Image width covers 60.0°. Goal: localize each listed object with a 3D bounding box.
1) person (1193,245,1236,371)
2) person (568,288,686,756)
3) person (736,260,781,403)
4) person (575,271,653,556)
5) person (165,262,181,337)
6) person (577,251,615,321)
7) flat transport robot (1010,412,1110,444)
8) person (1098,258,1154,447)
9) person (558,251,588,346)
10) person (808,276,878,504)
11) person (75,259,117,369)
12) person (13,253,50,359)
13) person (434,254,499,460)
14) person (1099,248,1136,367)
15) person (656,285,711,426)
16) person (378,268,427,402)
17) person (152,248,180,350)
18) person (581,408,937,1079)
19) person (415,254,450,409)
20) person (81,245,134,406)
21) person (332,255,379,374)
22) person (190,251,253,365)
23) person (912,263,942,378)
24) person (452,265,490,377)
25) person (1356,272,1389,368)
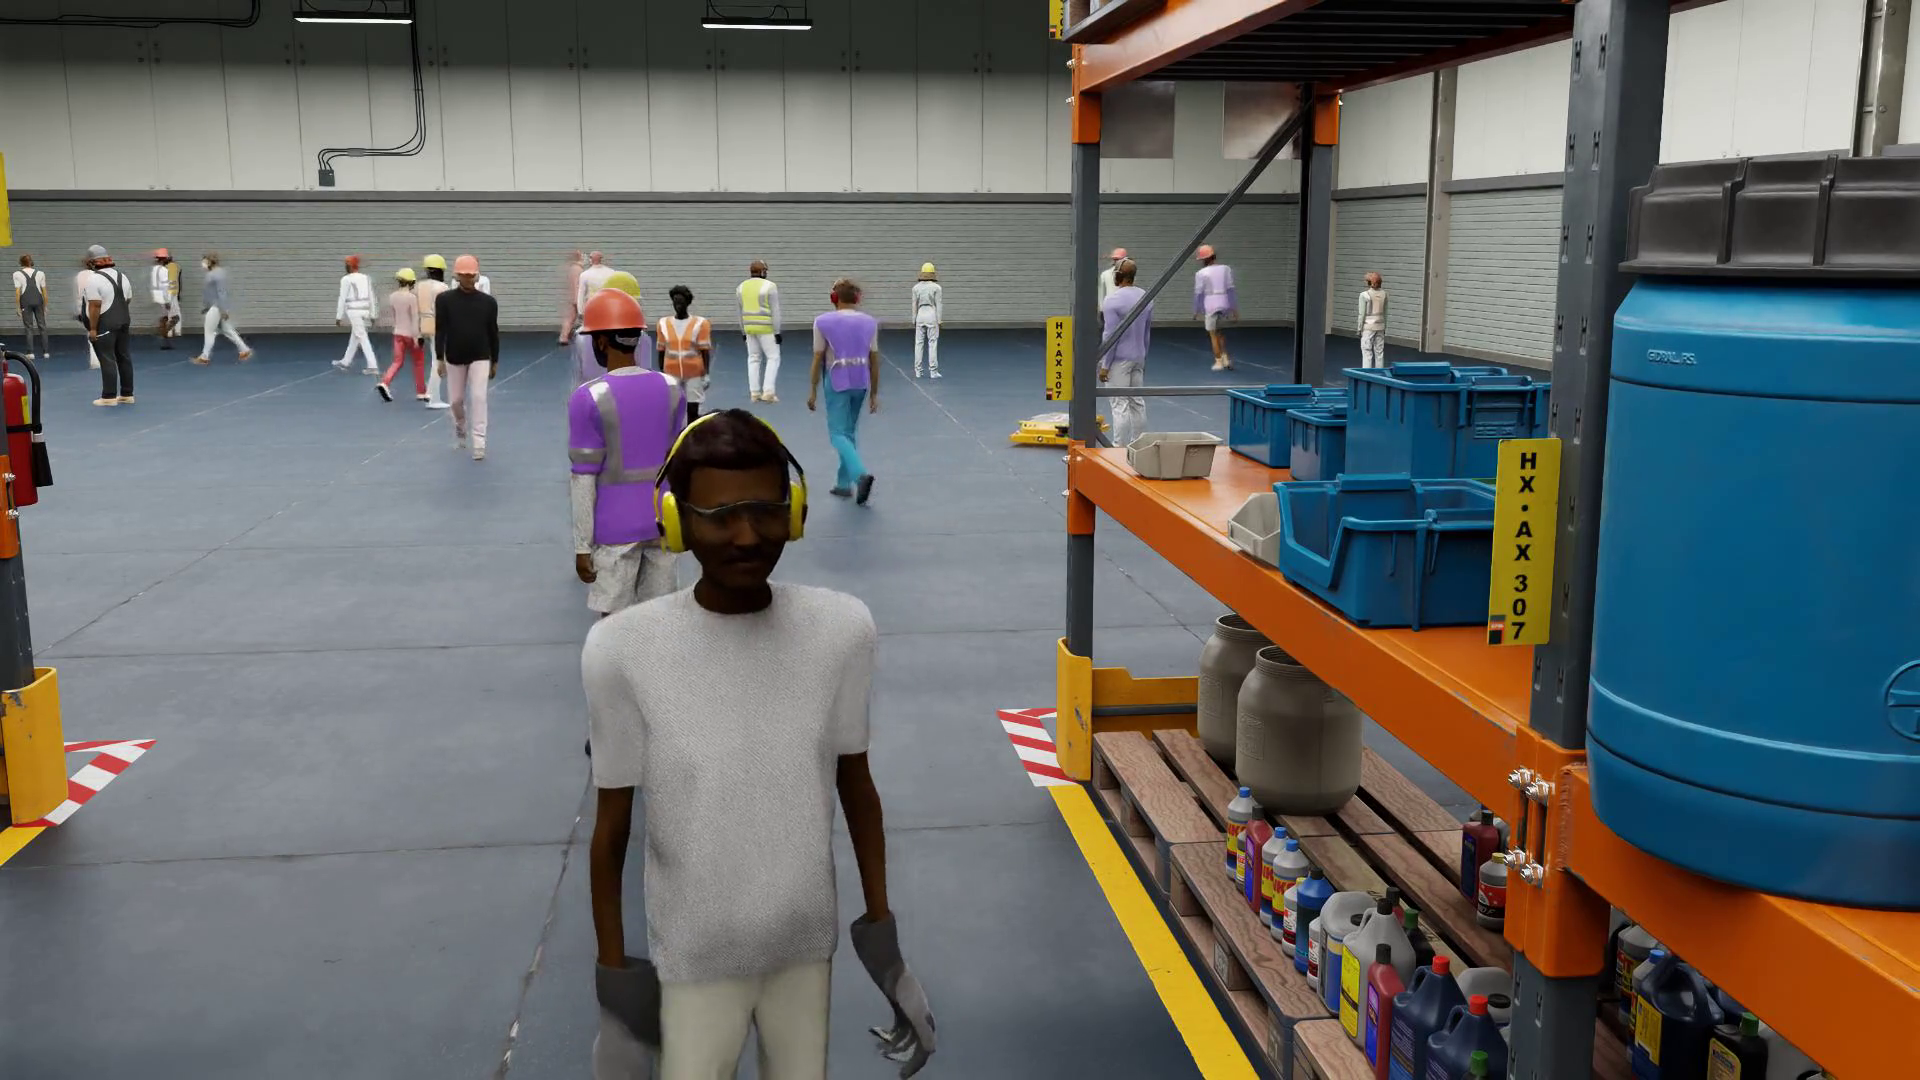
[{"bbox_3d":[4.044,-3.692,26.543,0.684,1.992,0.462,-5,12,-26],"label":"person"},{"bbox_3d":[-1.368,-0.055,6.803,0.391,1.929,0.540,10,14,43],"label":"person"},{"bbox_3d":[-2.570,-2.673,21.383,0.650,1.836,0.428,6,12,32],"label":"person"},{"bbox_3d":[-2.164,-0.743,10.603,0.602,1.914,0.420,6,12,31],"label":"person"},{"bbox_3d":[-16.956,-5.258,35.603,0.429,1.830,0.662,4,11,21],"label":"person"},{"bbox_3d":[-5.941,-3.762,27.180,0.681,1.892,0.558,-6,12,-31],"label":"person"},{"bbox_3d":[1.071,-1.191,17.556,0.652,0.197,1.431,4,11,21],"label":"flat transport robot"},{"bbox_3d":[1.529,-1.650,15.499,0.372,1.940,0.632,10,14,44],"label":"person"},{"bbox_3d":[-7.440,-4.731,32.644,1.015,1.852,0.661,-5,11,-24],"label":"person"},{"bbox_3d":[-0.889,-1.209,13.420,0.573,1.819,0.803,-7,13,-35],"label":"person"},{"bbox_3d":[-13.979,-3.709,27.113,0.657,1.818,0.742,5,11,25],"label":"person"},{"bbox_3d":[-16.289,-4.097,29.175,0.506,1.843,0.349,-9,14,-40],"label":"person"},{"bbox_3d":[-4.793,-1.791,16.197,0.617,1.971,0.873,-3,11,-15],"label":"person"},{"bbox_3d":[2.519,-3.735,26.876,0.622,1.966,0.929,5,11,24],"label":"person"},{"bbox_3d":[-2.597,-1.544,15.612,0.541,1.685,0.419,0,10,2],"label":"person"},{"bbox_3d":[-7.231,-2.666,21.615,0.527,1.738,0.804,5,12,26],"label":"person"},{"bbox_3d":[-14.959,-4.530,31.324,0.403,1.923,0.578,-9,14,-40],"label":"person"},{"bbox_3d":[-0.340,0.707,2.770,0.551,1.870,0.334,-5,12,-27],"label":"person"},{"bbox_3d":[-6.498,-2.584,20.673,0.586,1.912,0.492,8,13,37],"label":"person"},{"bbox_3d":[-10.862,-2.726,21.115,0.536,2.000,0.678,2,11,13],"label":"person"},{"bbox_3d":[-9.475,-3.498,25.902,0.966,1.831,0.609,4,11,19],"label":"person"},{"bbox_3d":[-12.423,-3.888,27.928,0.991,1.900,0.646,-7,12,-32],"label":"person"},{"bbox_3d":[-0.487,-3.340,25.328,0.485,1.737,0.325,5,11,23],"label":"person"},{"bbox_3d":[-7.500,-3.433,25.569,0.595,1.835,0.996,-2,11,-11],"label":"person"},{"bbox_3d":[5.824,-2.962,23.499,0.514,1.645,0.309,-5,12,-27],"label":"person"}]
